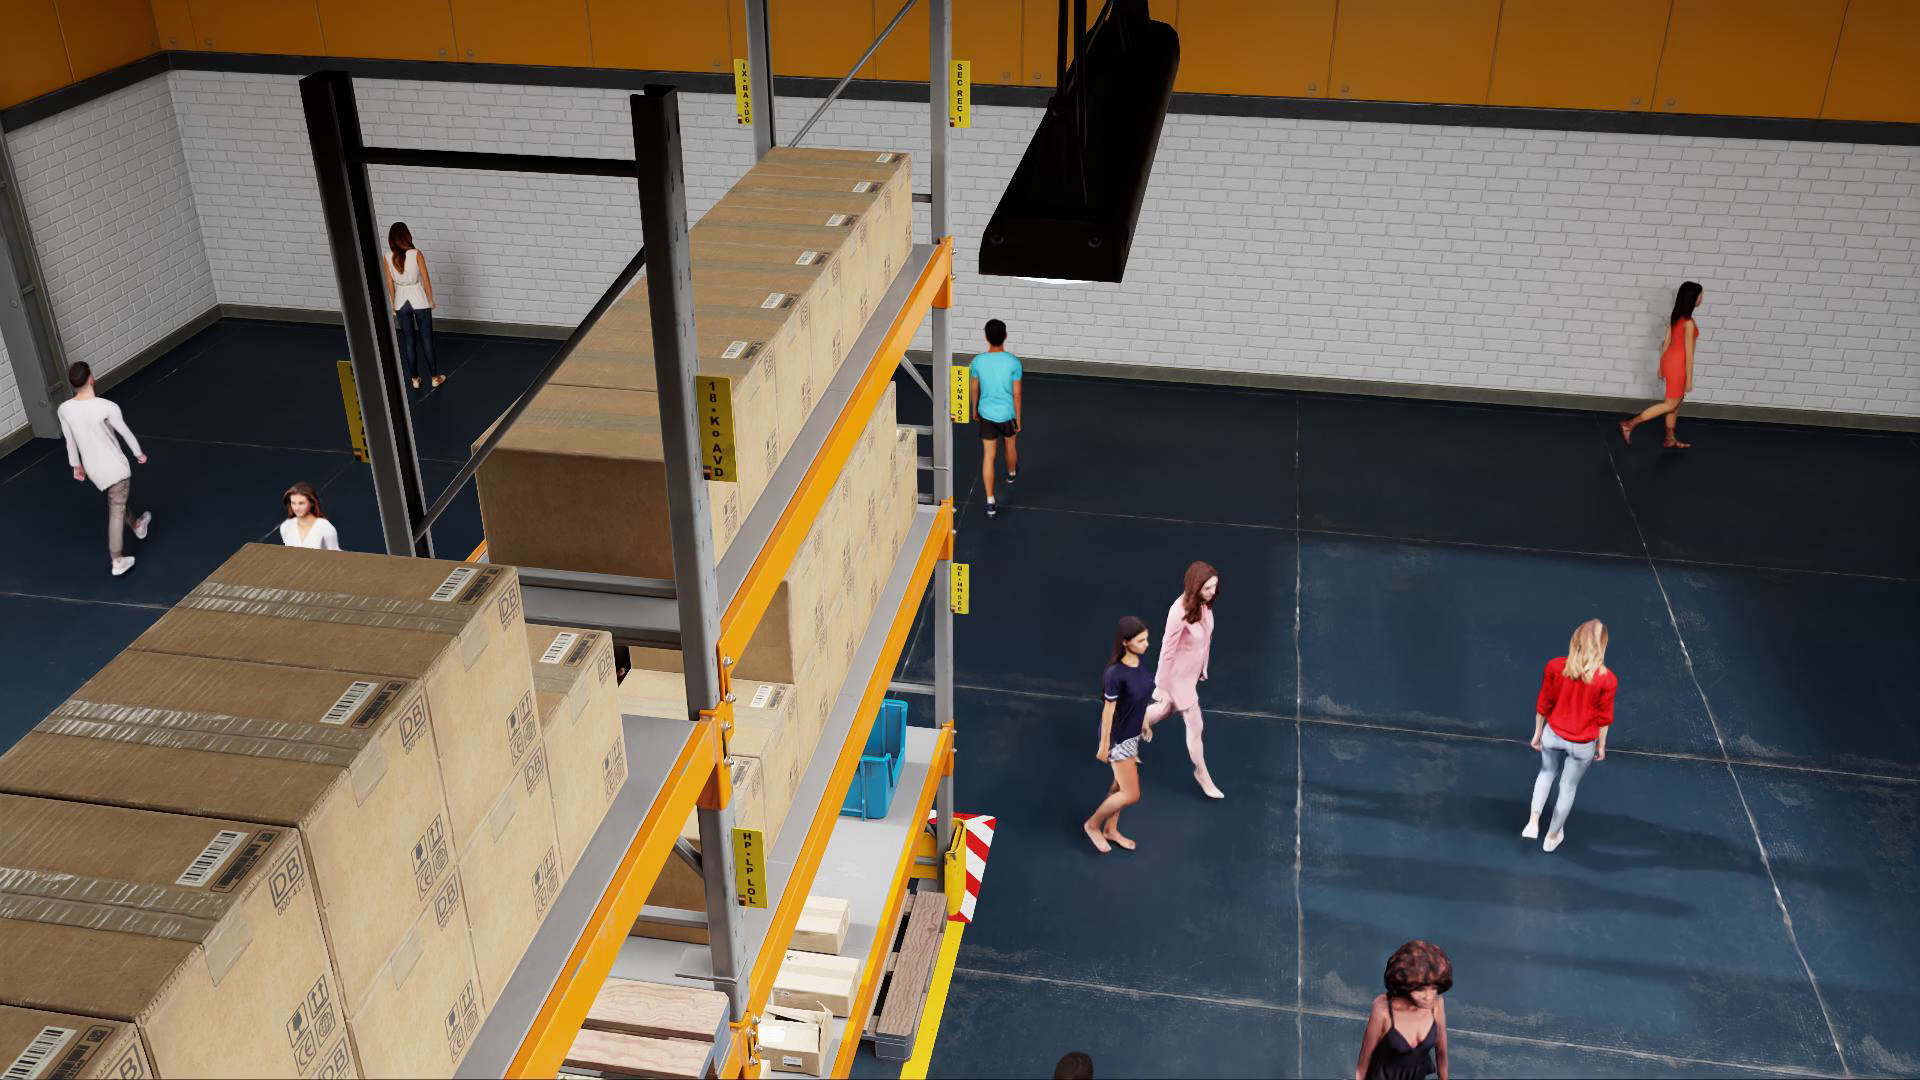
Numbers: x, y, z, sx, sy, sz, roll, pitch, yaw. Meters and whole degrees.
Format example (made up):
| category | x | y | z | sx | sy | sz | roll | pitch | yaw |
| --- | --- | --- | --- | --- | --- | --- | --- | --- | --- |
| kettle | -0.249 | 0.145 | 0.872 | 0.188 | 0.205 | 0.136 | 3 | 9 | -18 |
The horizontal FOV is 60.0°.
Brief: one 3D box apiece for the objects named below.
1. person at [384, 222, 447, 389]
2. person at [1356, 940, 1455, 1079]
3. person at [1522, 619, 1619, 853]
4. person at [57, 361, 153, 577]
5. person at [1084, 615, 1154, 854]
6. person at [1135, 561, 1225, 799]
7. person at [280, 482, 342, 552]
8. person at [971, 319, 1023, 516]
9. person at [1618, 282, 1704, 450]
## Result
| category | x | y | z | sx | sy | sz | roll | pitch | yaw |
| --- | --- | --- | --- | --- | --- | --- | --- | --- | --- |
| person | -5.689 | -2.434 | 17.271 | 0.645 | 1.784 | 0.602 | -2 | 29 | -3 |
| person | 2.058 | 2.589 | 8.089 | 0.850 | 1.760 | 1.035 | -10 | 30 | -17 |
| person | 3.829 | 1.300 | 10.523 | 0.754 | 1.691 | 0.801 | 19 | 34 | 31 |
| person | -7.133 | -0.566 | 13.844 | 0.719 | 1.788 | 1.133 | 3 | 29 | 5 |
| person | 0.952 | 1.219 | 10.606 | 0.717 | 1.755 | 0.625 | 13 | 31 | 22 |
| person | 1.409 | 0.894 | 11.207 | 1.045 | 1.750 | 1.155 | 22 | 35 | 34 |
| person | -4.682 | 0.332 | 12.232 | 0.615 | 1.755 | 0.844 | 3 | 29 | 5 |
| person | 0.312 | -1.055 | 14.789 | 0.627 | 1.740 | 1.076 | 5 | 29 | 9 |
| person | 6.750 | -1.618 | 15.863 | 0.753 | 1.700 | 0.959 | -1 | 29 | -1 |
